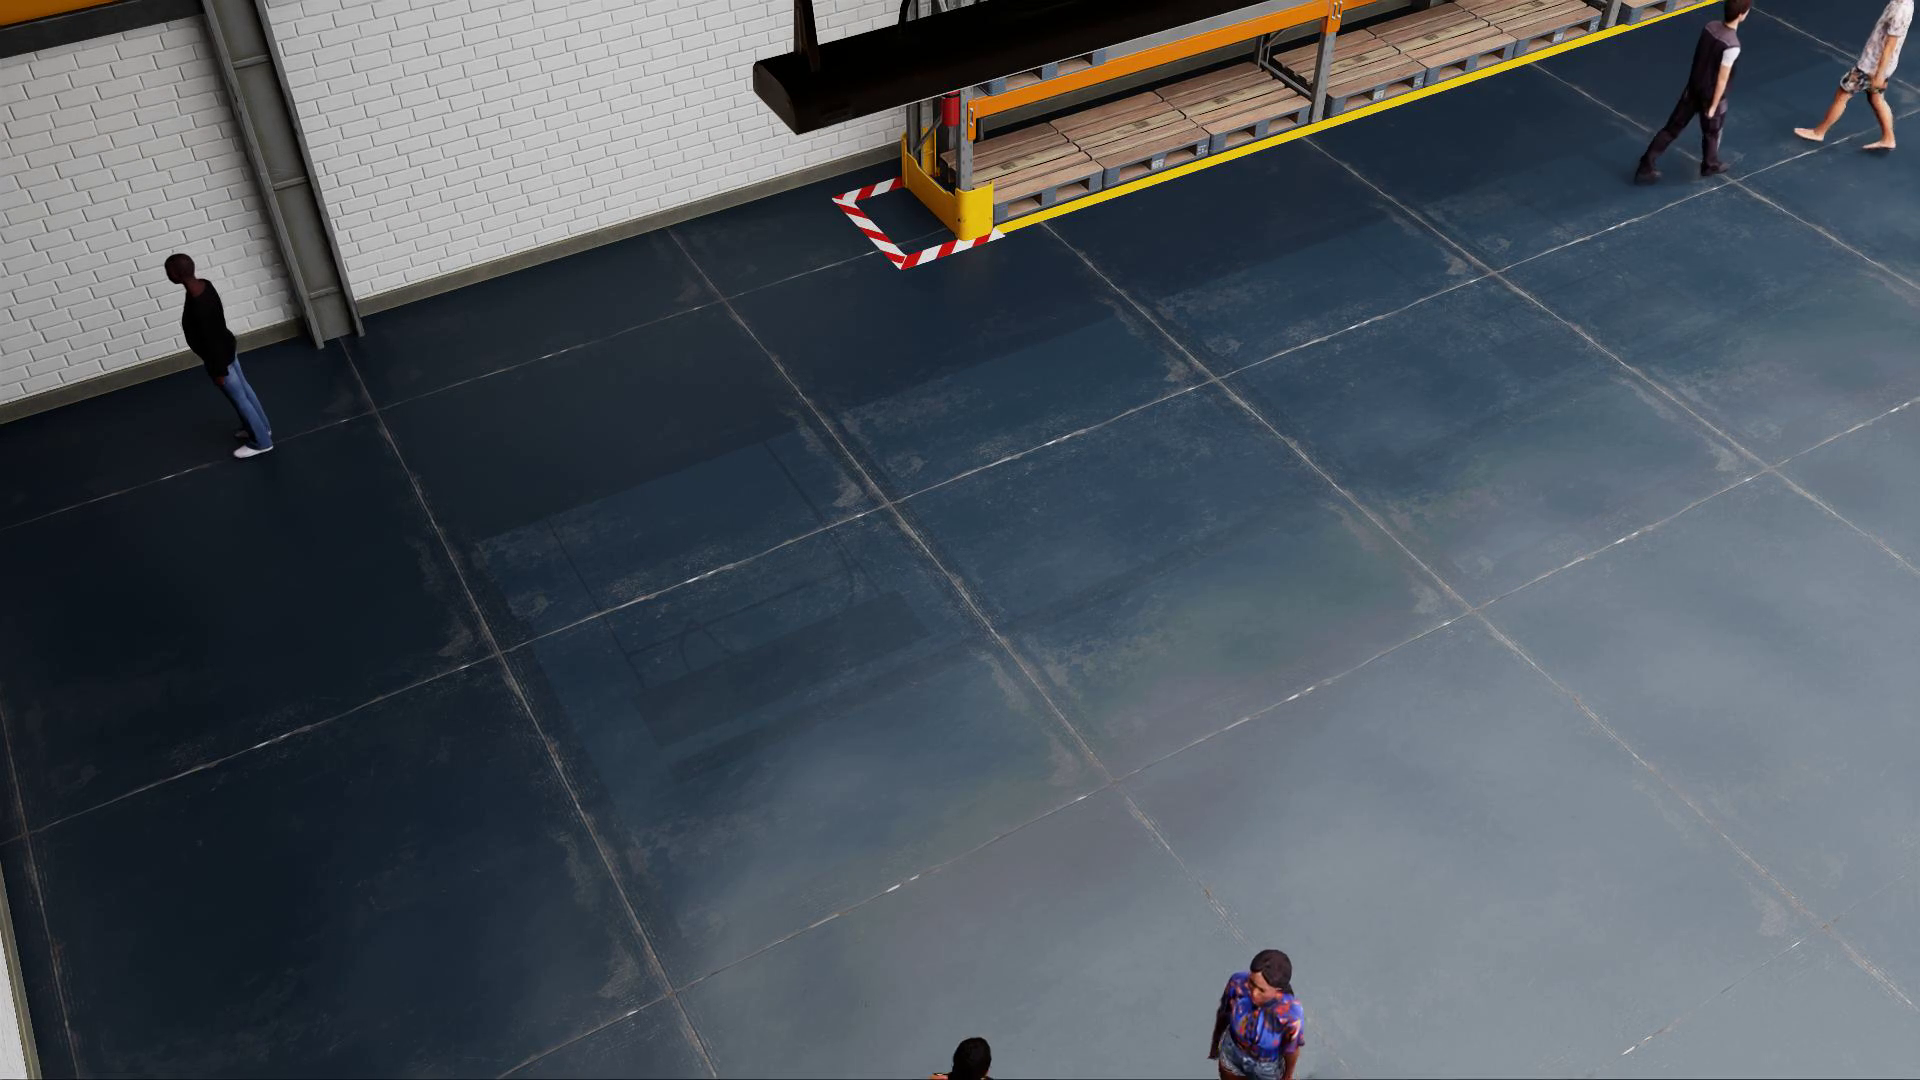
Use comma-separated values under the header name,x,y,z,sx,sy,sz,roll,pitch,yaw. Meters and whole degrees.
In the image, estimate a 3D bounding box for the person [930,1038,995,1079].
name,x,y,z,sx,sy,sz,roll,pitch,yaw
person,0.023,2.880,7.845,0.685,1.664,0.768,5,44,6

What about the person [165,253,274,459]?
name,x,y,z,sx,sy,sz,roll,pitch,yaw
person,-5.440,-1.369,12.245,0.620,1.748,0.649,-11,45,-11

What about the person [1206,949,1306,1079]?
name,x,y,z,sx,sy,sz,roll,pitch,yaw
person,1.492,2.503,8.193,0.698,1.730,0.735,29,51,27

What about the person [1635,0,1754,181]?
name,x,y,z,sx,sy,sz,roll,pitch,yaw
person,6.618,-4.013,14.978,1.244,1.805,0.847,-12,45,-12

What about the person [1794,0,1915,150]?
name,x,y,z,sx,sy,sz,roll,pitch,yaw
person,8.592,-4.402,15.401,1.061,1.785,1.171,24,49,23
